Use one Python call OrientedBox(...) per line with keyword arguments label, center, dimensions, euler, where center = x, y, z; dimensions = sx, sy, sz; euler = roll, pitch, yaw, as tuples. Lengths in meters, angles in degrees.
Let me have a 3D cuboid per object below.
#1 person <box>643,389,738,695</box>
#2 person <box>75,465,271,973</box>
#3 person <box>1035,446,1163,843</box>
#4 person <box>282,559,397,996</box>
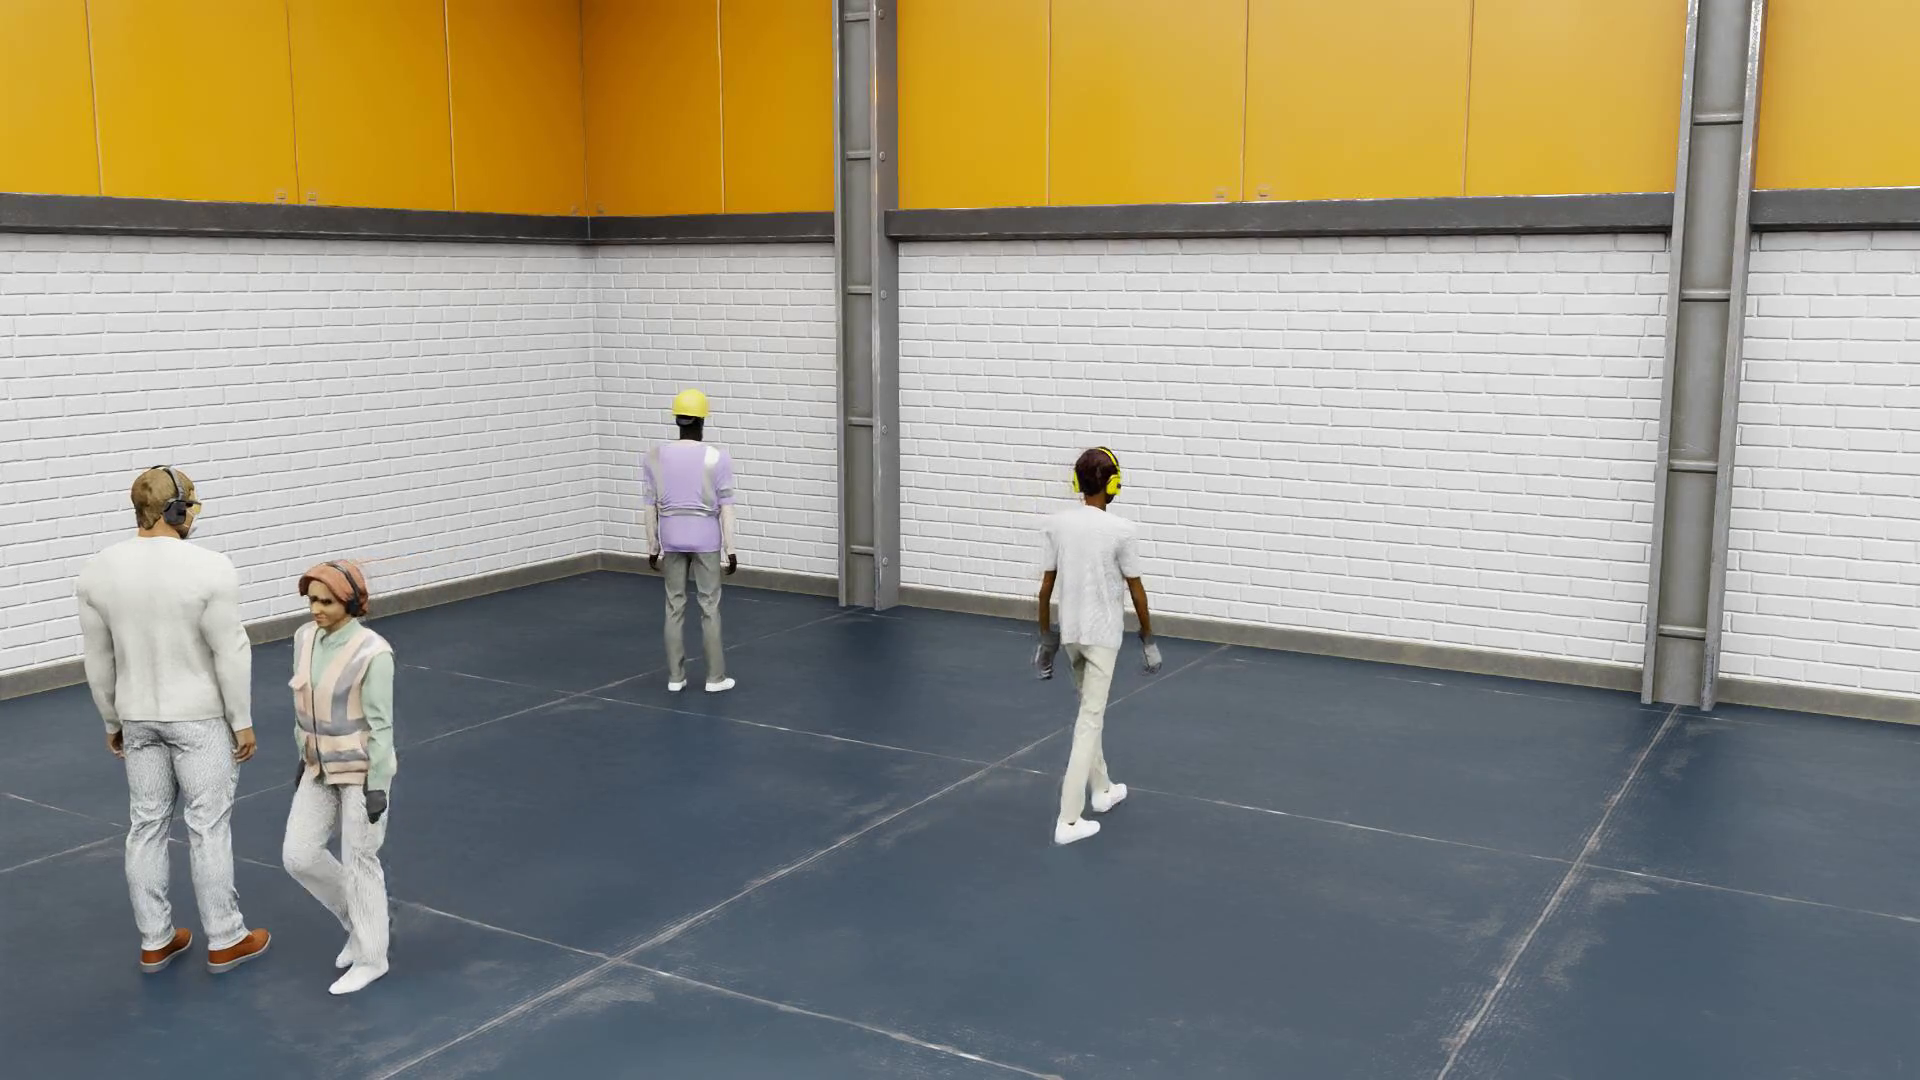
OrientedBox(label="person", center=(-1.686, 0.014, 10.487), dimensions=(0.593, 1.924, 0.381), euler=(1, 9, 8))
OrientedBox(label="person", center=(-2.964, 0.684, 6.285), dimensions=(0.627, 1.935, 0.372), euler=(1, 9, 6))
OrientedBox(label="person", center=(0.701, 0.475, 7.901), dimensions=(0.515, 1.834, 0.860), euler=(8, 12, 41))
OrientedBox(label="person", center=(-2.262, 0.868, 6.088), dimensions=(0.531, 1.619, 0.368), euler=(6, 11, 33))
